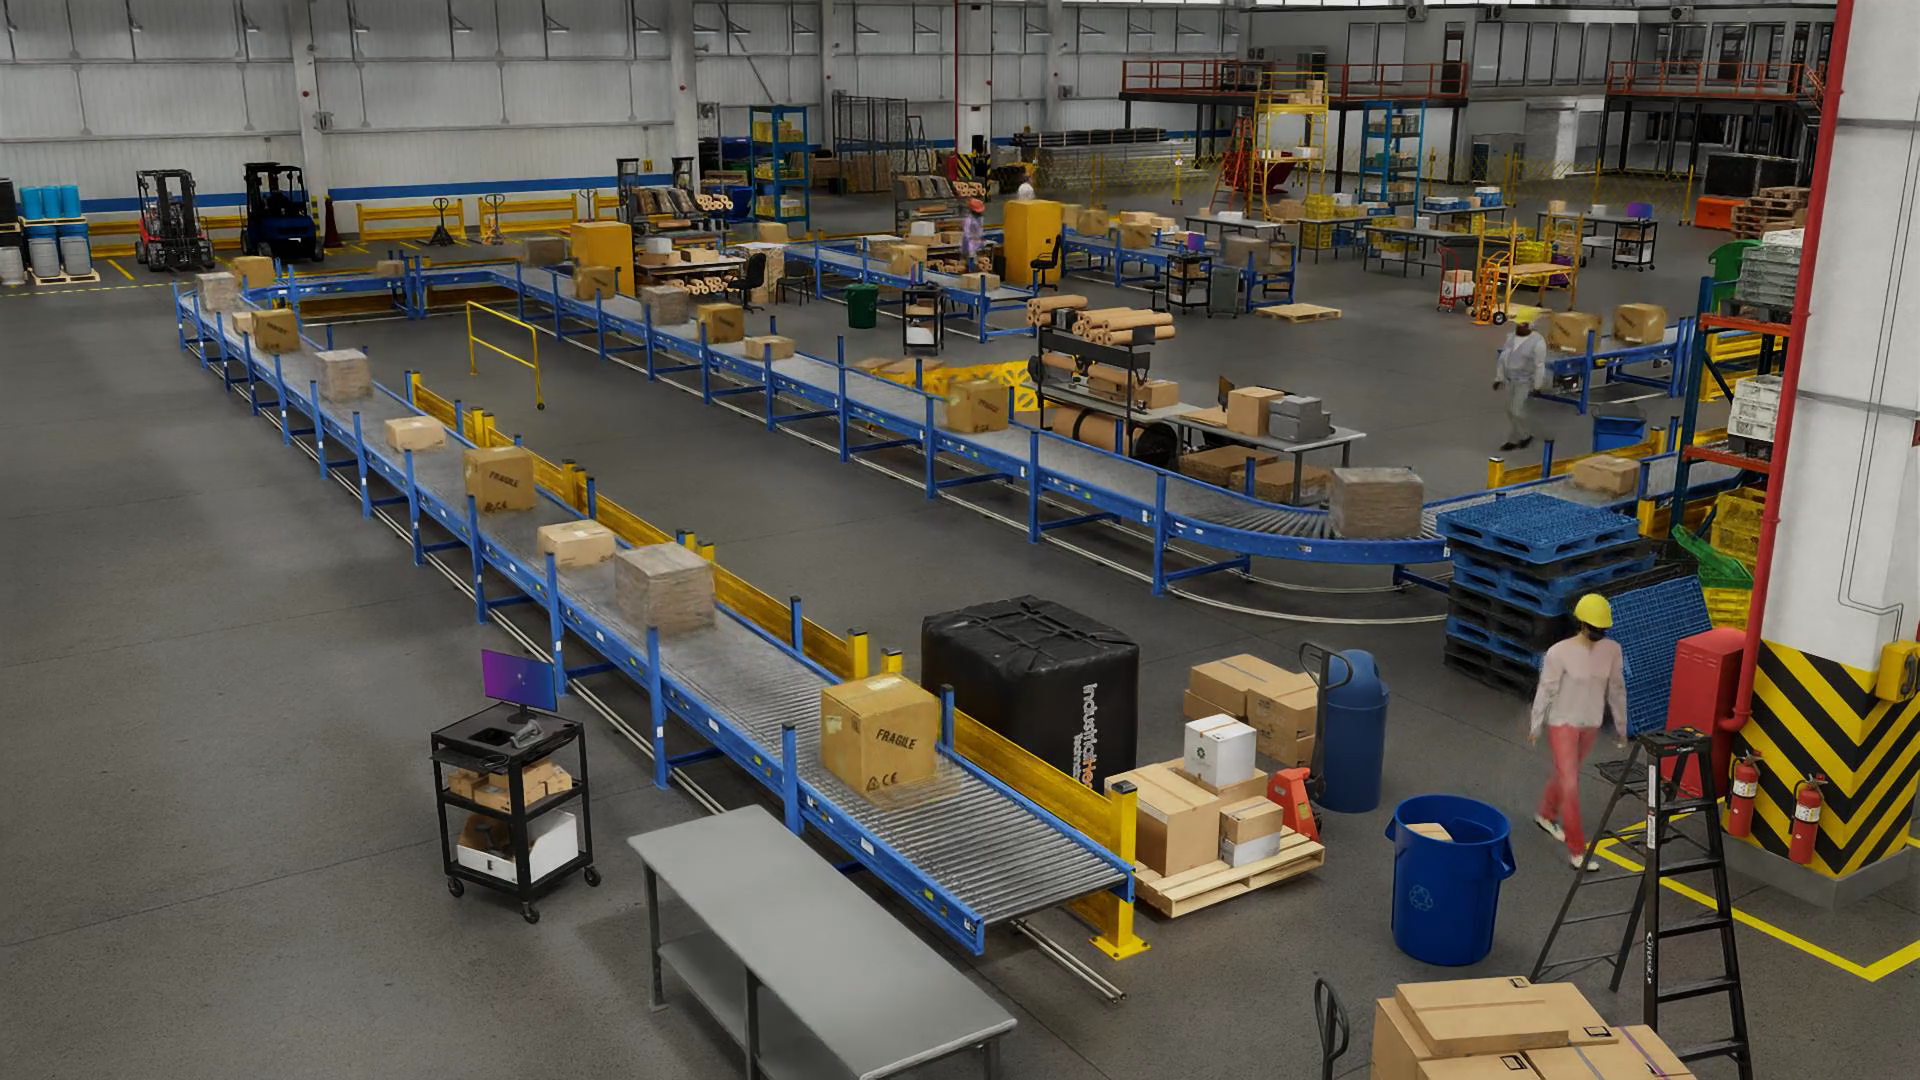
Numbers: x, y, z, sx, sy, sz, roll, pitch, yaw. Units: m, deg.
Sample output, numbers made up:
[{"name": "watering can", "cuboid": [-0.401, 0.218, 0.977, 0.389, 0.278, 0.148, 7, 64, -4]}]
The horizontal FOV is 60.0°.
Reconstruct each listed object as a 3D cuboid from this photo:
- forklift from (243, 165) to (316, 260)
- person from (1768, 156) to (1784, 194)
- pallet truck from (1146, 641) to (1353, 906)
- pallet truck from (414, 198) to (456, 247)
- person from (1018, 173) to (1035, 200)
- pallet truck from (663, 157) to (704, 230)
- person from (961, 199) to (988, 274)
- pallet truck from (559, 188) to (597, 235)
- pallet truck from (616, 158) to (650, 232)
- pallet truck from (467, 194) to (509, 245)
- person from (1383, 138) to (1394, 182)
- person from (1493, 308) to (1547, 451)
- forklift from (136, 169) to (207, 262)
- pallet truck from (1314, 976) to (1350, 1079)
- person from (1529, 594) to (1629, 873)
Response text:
[{"name": "forklift", "cuboid": [-15.898, -7.669, 38.708, 1.157, 1.987, 2.680, -11, 20, -33]}, {"name": "person", "cuboid": [23.804, -10.287, 48.400, 0.540, 1.731, 0.802, -5, 17, -15]}, {"name": "pallet truck", "cuboid": [1.664, 1.407, 10.232, 1.630, 1.274, 0.653, -10, 20, -31]}, {"name": "pallet truck", "cuboid": [-13.250, -8.060, 41.856, 0.680, 1.201, 1.601, -10, 20, -31]}, {"name": "person", "cuboid": [1.742, -7.941, 40.347, 0.904, 1.868, 0.679, -8, 18, -24]}, {"name": "pallet truck", "cuboid": [-7.586, -9.308, 44.692, 0.823, 1.965, 1.885, -11, 20, -33]}, {"name": "person", "cuboid": [0.231, -5.785, 33.025, 0.883, 1.990, 0.638, 7, 18, 21]}, {"name": "pallet truck", "cuboid": [-10.010, -8.652, 43.699, 0.653, 1.274, 1.630, -10, 20, -31]}, {"name": "pallet truck", "cuboid": [-8.918, -9.176, 44.255, 0.823, 1.965, 1.885, -9, 19, -27]}, {"name": "pallet truck", "cuboid": [-11.983, -8.177, 42.137, 0.704, 1.261, 1.522, -11, 20, -33]}, {"name": "person", "cuboid": [14.471, -12.714, 56.286, 0.517, 1.843, 0.326, -14, 22, -39]}, {"name": "person", "cuboid": [6.912, -1.978, 20.613, 0.430, 1.815, 0.596, -8, 19, -26]}, {"name": "forklift", "cuboid": [-17.842, -7.318, 37.559, 1.157, 1.987, 2.680, -10, 20, -31]}, {"name": "pallet truck", "cuboid": [2.299, 2.390, 7.086, 1.601, 1.201, 0.680, -2, 17, -7]}, {"name": "person", "cuboid": [3.867, 1.170, 10.289, 0.547, 1.725, 0.872, -5, 17, -16]}]
